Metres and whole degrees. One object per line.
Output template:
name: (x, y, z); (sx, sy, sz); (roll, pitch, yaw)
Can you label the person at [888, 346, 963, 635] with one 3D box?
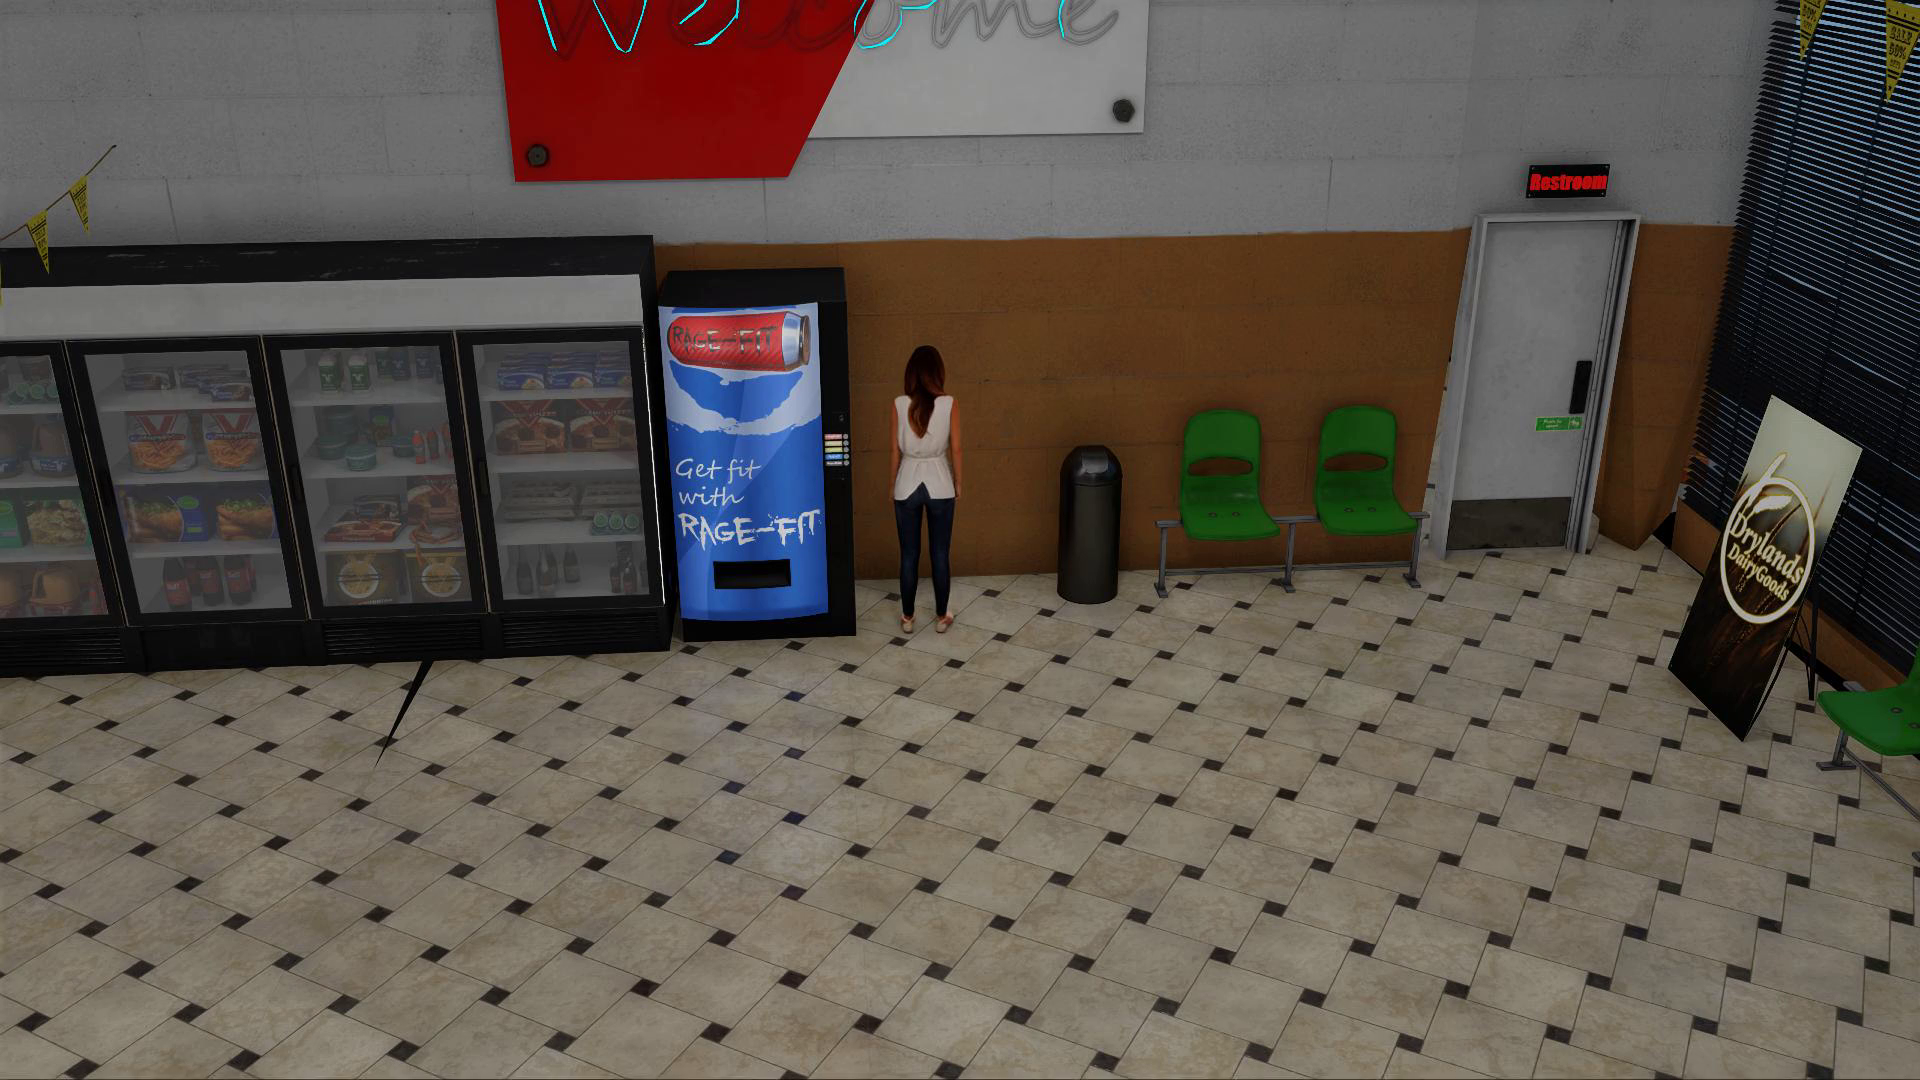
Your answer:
person: (-0.209, -0.282, 9.849); (0.595, 1.784, 0.530); (0, 24, -1)
